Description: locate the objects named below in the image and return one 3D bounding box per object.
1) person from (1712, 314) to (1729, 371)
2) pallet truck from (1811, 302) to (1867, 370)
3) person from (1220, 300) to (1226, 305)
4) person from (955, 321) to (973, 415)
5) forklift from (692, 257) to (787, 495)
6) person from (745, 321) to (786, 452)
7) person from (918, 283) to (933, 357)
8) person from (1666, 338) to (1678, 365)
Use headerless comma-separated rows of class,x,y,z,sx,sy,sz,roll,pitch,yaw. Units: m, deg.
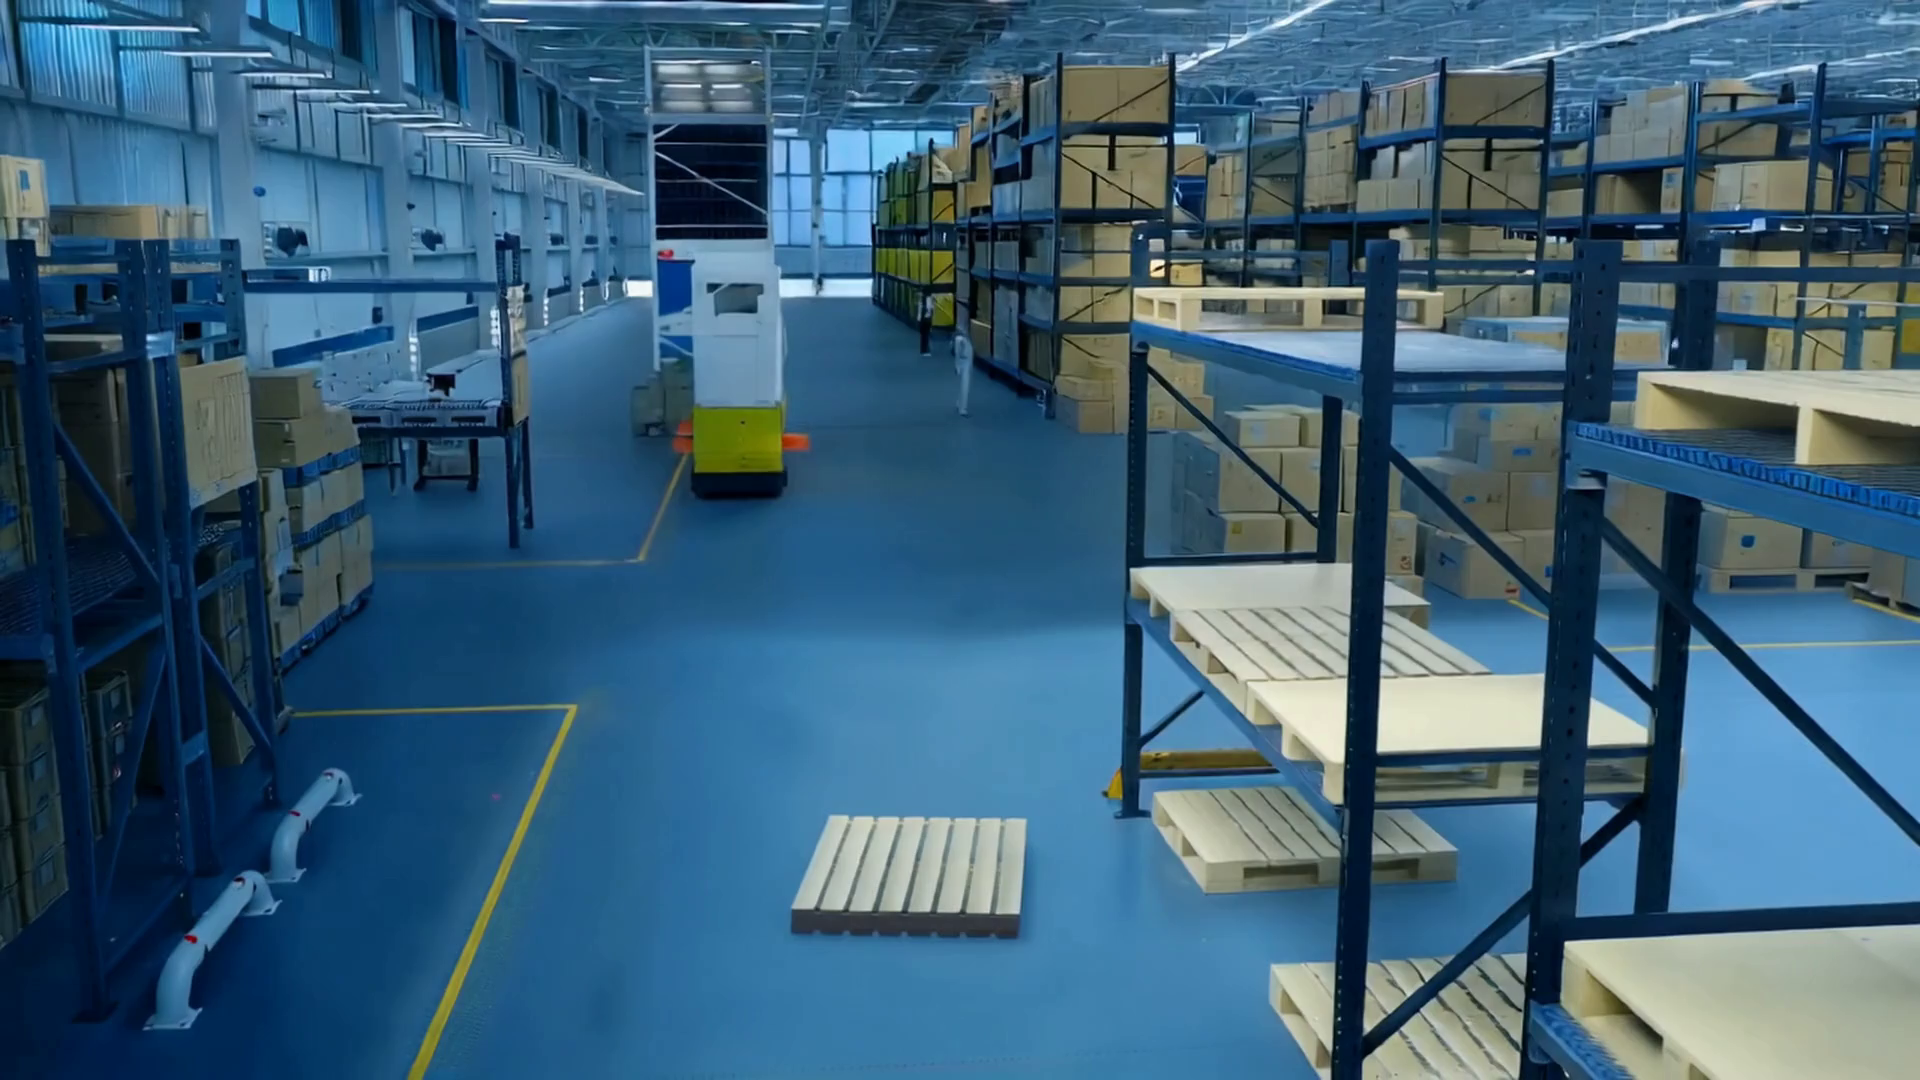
person,11.905,-2.621,26.222,0.879,1.873,0.673,-2,10,-13
pallet truck,15.846,-3.142,28.793,1.885,1.965,0.823,2,10,12
person,8.459,-7.435,52.579,0.614,2.004,0.976,-1,10,-8
person,0.061,-2.995,28.982,0.310,1.639,0.522,4,11,21
forklift,-2.700,-2.036,20.215,1.129,2.768,1.873,-1,10,-6
person,-3.032,-2.174,23.715,0.988,1.904,0.634,-4,11,-19
person,-0.902,-5.749,43.458,0.373,1.916,0.596,2,10,10
person,8.276,-1.351,19.058,1.057,1.937,0.641,2,10,12
